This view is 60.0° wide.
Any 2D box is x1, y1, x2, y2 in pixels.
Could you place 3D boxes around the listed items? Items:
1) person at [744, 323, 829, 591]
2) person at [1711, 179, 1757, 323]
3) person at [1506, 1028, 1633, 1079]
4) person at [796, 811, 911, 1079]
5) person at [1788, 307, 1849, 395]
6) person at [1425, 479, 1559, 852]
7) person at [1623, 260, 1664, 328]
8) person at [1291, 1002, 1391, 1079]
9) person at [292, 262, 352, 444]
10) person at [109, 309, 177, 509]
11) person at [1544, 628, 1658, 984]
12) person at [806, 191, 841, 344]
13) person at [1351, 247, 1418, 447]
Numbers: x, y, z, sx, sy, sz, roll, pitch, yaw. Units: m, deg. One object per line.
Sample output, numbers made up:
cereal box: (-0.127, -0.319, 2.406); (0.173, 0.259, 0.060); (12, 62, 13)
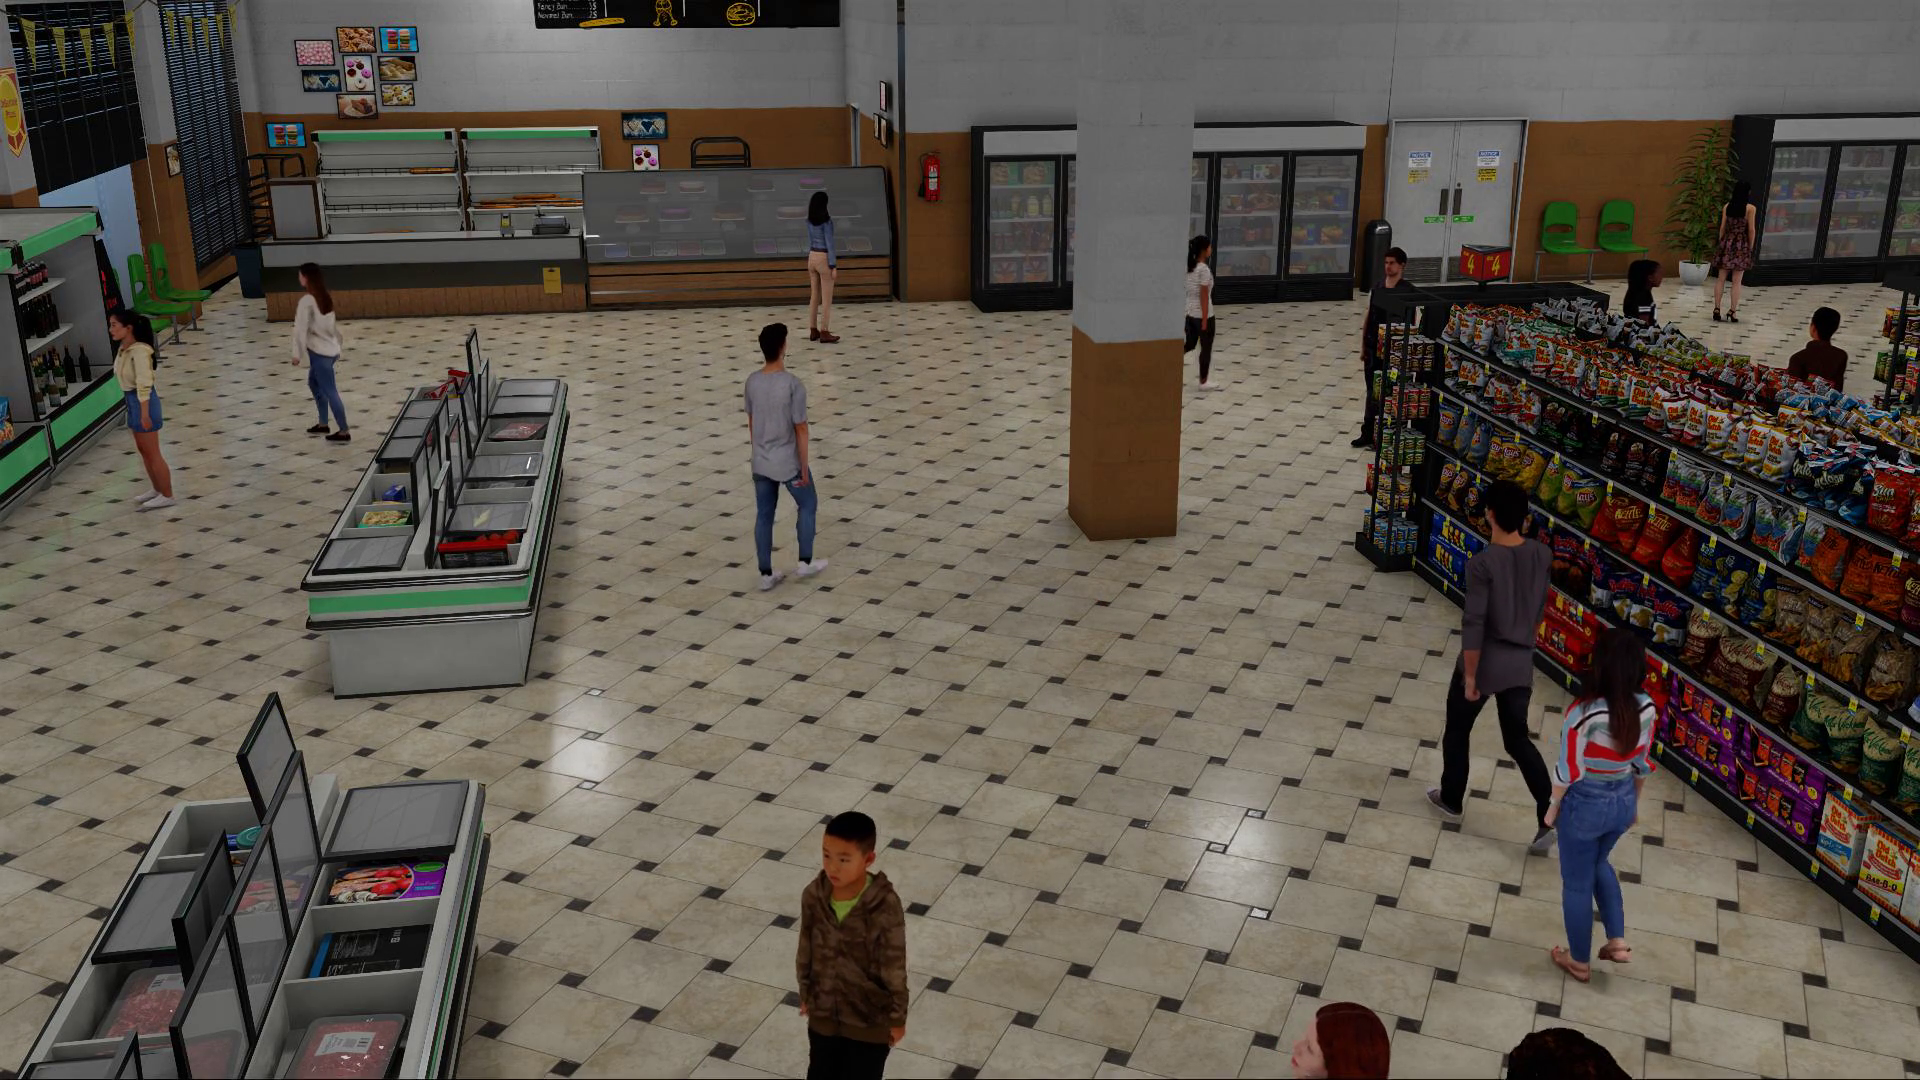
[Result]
person: (-1.316, -0.542, 11.572); (0.922, 1.868, 0.998); (8, 20, 23)
person: (9.719, -3.628, 20.870); (0.860, 1.774, 0.784); (-17, 25, -42)
person: (1.386, 2.056, 4.149); (0.685, 1.687, 0.858); (-5, 19, -14)
person: (-0.363, 1.609, 5.862); (0.833, 1.441, 0.954); (7, 20, 20)
person: (6.528, -0.905, 12.782); (0.639, 1.782, 0.510); (-3, 19, -8)
person: (2.693, 0.639, 8.140); (0.740, 1.822, 1.116); (-5, 19, -15)
person: (6.191, -1.699, 15.220); (0.746, 1.728, 0.634); (6, 19, 16)
person: (0.899, 1.960, 4.282); (0.710, 1.784, 0.601); (4, 19, 11)
person: (-5.794, -1.699, 15.302); (0.783, 1.676, 0.753); (2, 19, 5)
person: (-6.643, -1.073, 13.521); (0.767, 1.629, 0.642); (-14, 23, -35)
person: (2.713, 1.156, 6.947); (0.641, 1.605, 0.666); (-6, 20, -17)
person: (-1.654, -3.241, 19.725); (0.667, 1.773, 0.749); (17, 25, 41)
person: (3.898, -1.742, 15.160); (0.719, 1.849, 0.799); (15, 24, 38)
